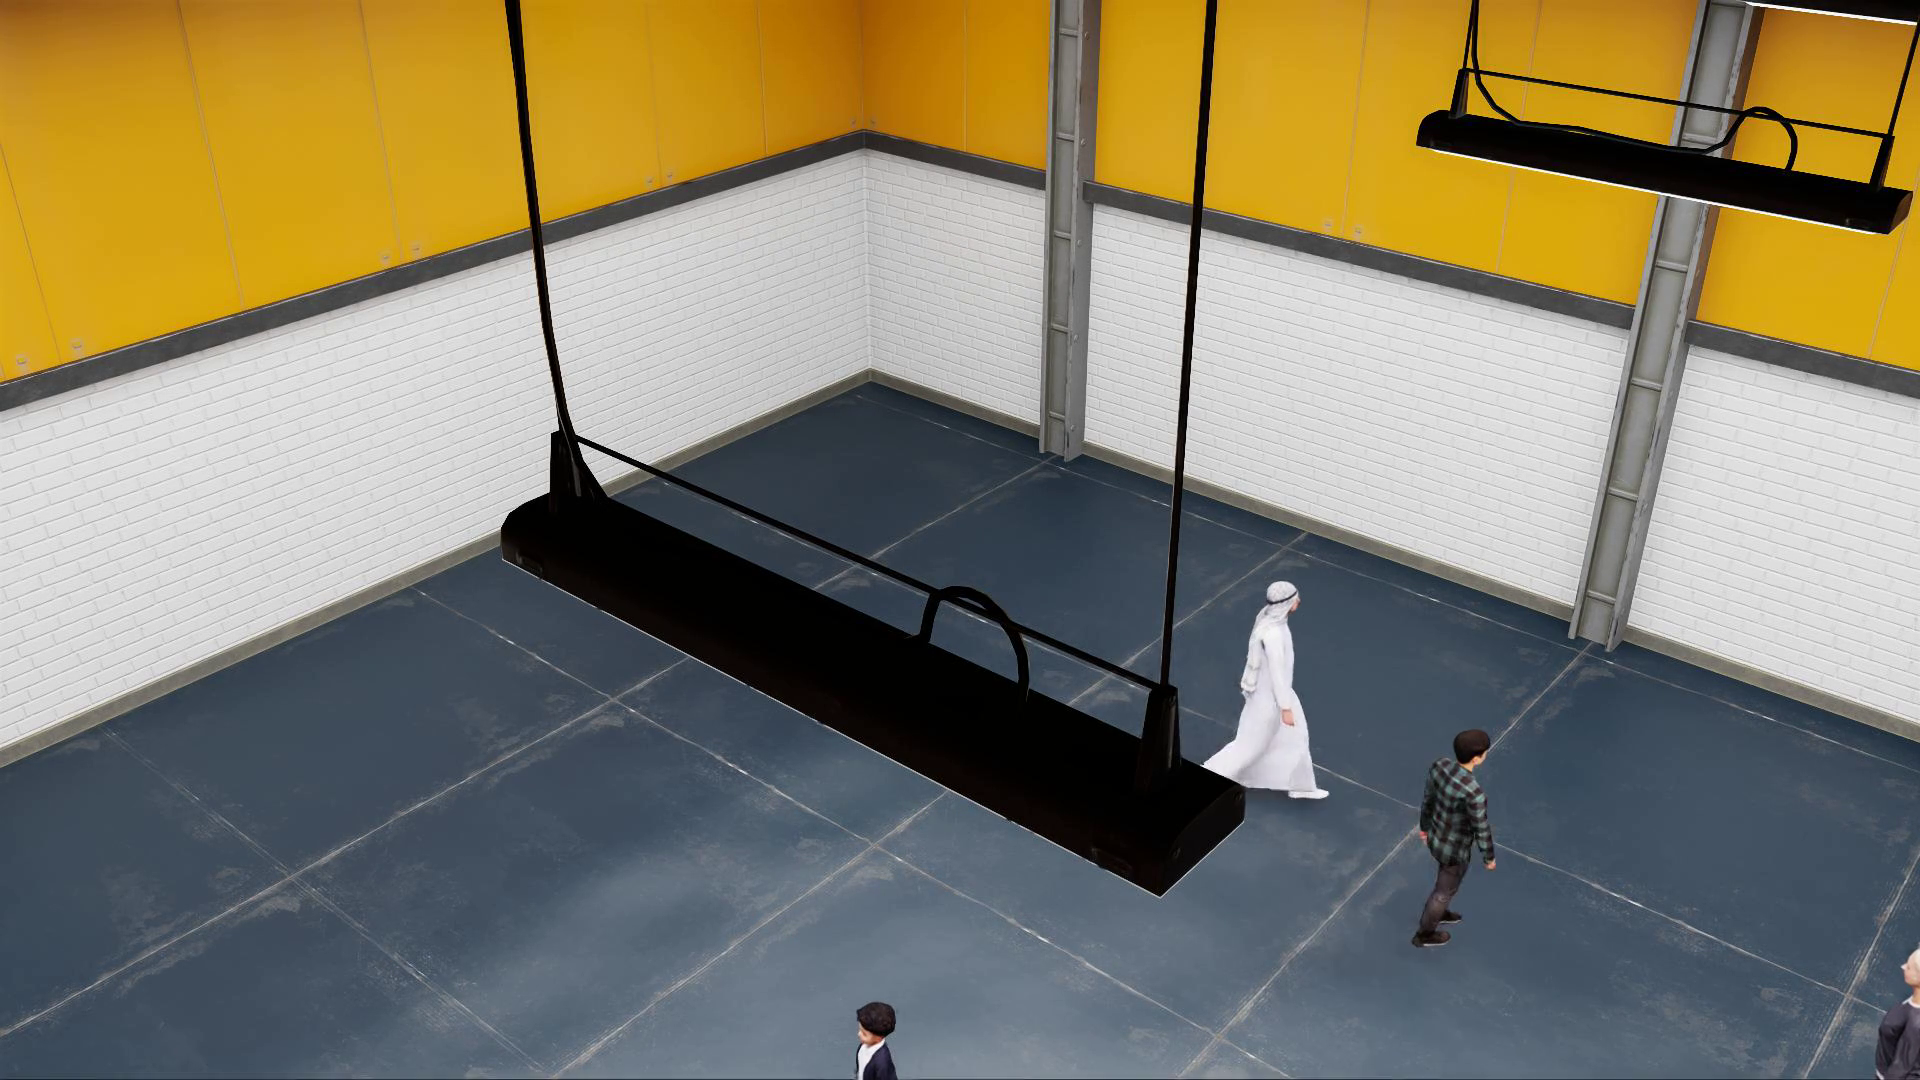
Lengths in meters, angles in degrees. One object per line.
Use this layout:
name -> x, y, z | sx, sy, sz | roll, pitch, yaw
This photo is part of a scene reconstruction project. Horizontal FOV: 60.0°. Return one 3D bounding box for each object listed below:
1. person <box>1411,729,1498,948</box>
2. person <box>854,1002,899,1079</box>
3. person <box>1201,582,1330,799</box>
person -> 3.161, 1.974, 10.883 | 0.863, 1.700, 0.813 | -7, 29, -12
person -> -0.409, 3.134, 9.544 | 0.811, 1.206, 0.778 | -6, 29, -10
person -> 2.213, 1.177, 12.422 | 1.352, 1.885, 1.043 | 7, 29, 13
